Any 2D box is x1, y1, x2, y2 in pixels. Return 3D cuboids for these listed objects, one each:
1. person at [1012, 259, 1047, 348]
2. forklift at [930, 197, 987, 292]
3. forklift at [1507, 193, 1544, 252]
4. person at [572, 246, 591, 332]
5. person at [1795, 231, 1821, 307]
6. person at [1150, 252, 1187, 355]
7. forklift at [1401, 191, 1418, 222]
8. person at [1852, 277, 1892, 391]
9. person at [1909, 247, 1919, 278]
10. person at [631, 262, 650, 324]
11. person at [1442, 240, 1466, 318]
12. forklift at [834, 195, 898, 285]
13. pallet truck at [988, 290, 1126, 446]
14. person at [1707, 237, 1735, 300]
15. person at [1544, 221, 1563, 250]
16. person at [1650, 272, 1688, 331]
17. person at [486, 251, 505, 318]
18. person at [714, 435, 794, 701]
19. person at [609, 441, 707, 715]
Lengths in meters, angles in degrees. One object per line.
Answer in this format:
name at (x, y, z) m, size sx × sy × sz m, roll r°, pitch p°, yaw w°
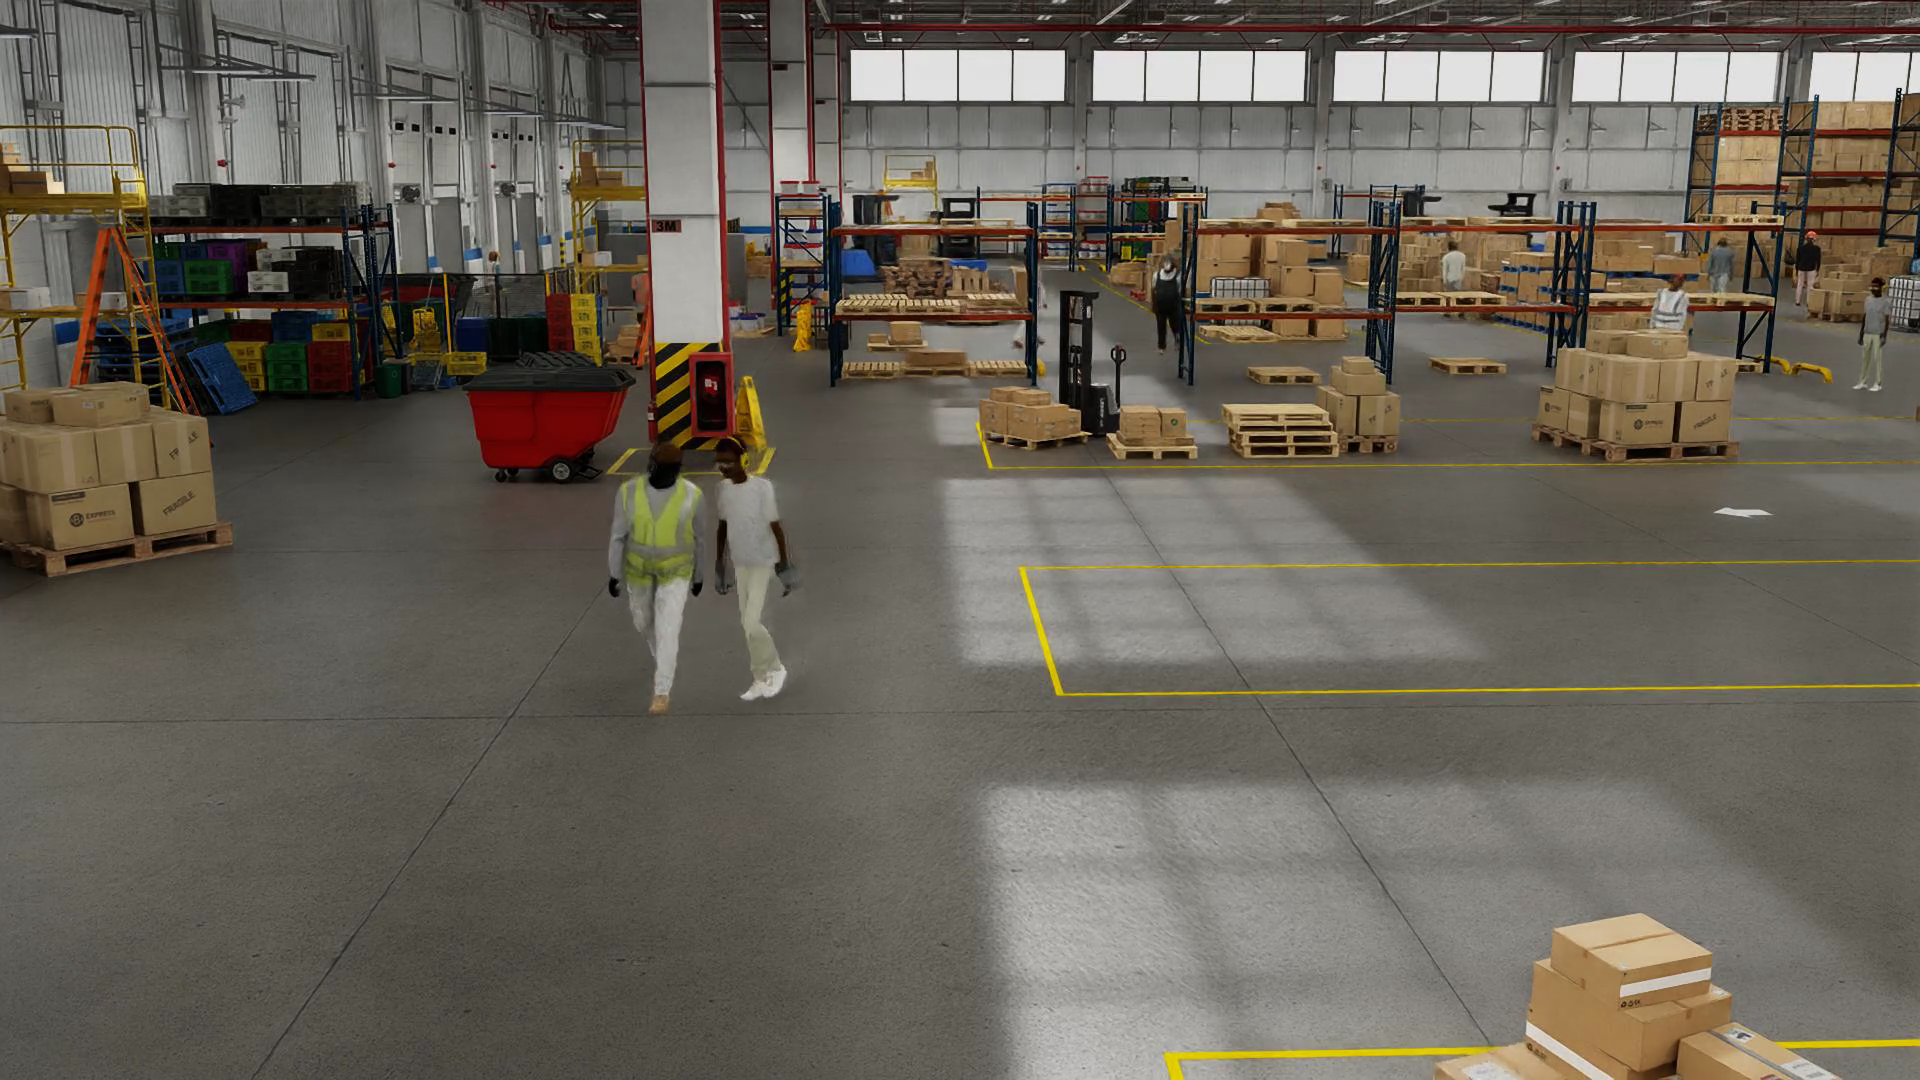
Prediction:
person at (1.381, -4.865, 33.956) m, size 1.010 × 1.898 × 0.635 m, roll -11°, pitch 16°, yaw -40°
forklift at (-0.008, -8.386, 47.582) m, size 1.129 × 2.768 × 1.873 m, roll -5°, pitch 13°, yaw -21°
forklift at (19.256, -10.529, 57.260) m, size 1.873 × 2.768 × 1.129 m, roll -8°, pitch 15°, yaw -32°
person at (-8.423, -5.590, 37.129) m, size 0.377 × 1.929 × 0.585 m, roll -5°, pitch 13°, yaw -20°
person at (22.524, -7.189, 44.191) m, size 0.622 × 1.993 × 0.382 m, roll 11°, pitch 16°, yaw 40°
person at (4.105, -4.678, 32.753) m, size 0.699 × 2.000 × 0.718 m, roll 5°, pitch 13°, yaw 20°
forklift at (16.897, -11.750, 62.774) m, size 1.873 × 2.768 × 1.129 m, roll 0°, pitch 12°, yaw -2°
person at (14.977, -3.368, 27.265) m, size 0.325 × 1.860 × 0.511 m, roll -5°, pitch 14°, yaw -23°
person at (24.063, -6.501, 41.803) m, size 0.550 × 1.683 × 0.429 m, roll -5°, pitch 13°, yaw -20°
person at (-6.793, -5.172, 35.783) m, size 0.543 × 1.681 × 0.475 m, roll -9°, pitch 15°, yaw -34°
person at (12.084, -6.367, 40.678) m, size 0.639 × 1.914 × 0.759 m, roll -2°, pitch 13°, yaw -9°
forklift at (-3.082, -9.581, 52.978) m, size 1.873 × 2.768 × 1.129 m, roll -7°, pitch 14°, yaw -29°
pallet truck at (1.257, -2.299, 22.111) m, size 1.885 × 1.965 × 0.823 m, roll -9°, pitch 15°, yaw -35°
person at (19.636, -6.863, 42.952) m, size 0.643 × 1.904 × 0.959 m, roll 4°, pitch 13°, yaw 18°
person at (20.174, -9.891, 56.610) m, size 0.560 × 1.891 × 0.994 m, roll 3°, pitch 13°, yaw 13°
person at (12.112, -3.648, 28.496) m, size 0.359 × 1.878 × 0.601 m, roll -11°, pitch 17°, yaw -41°
person at (-11.449, -6.266, 40.868) m, size 0.523 × 1.632 × 0.313 m, roll 11°, pitch 17°, yaw 41°
person at (-1.407, 0.200, 11.183) m, size 0.573 × 1.838 × 0.455 m, roll 8°, pitch 15°, yaw 33°
person at (-2.017, 0.201, 11.261) m, size 0.631 × 1.805 × 0.865 m, roll 1°, pitch 13°, yaw 3°
